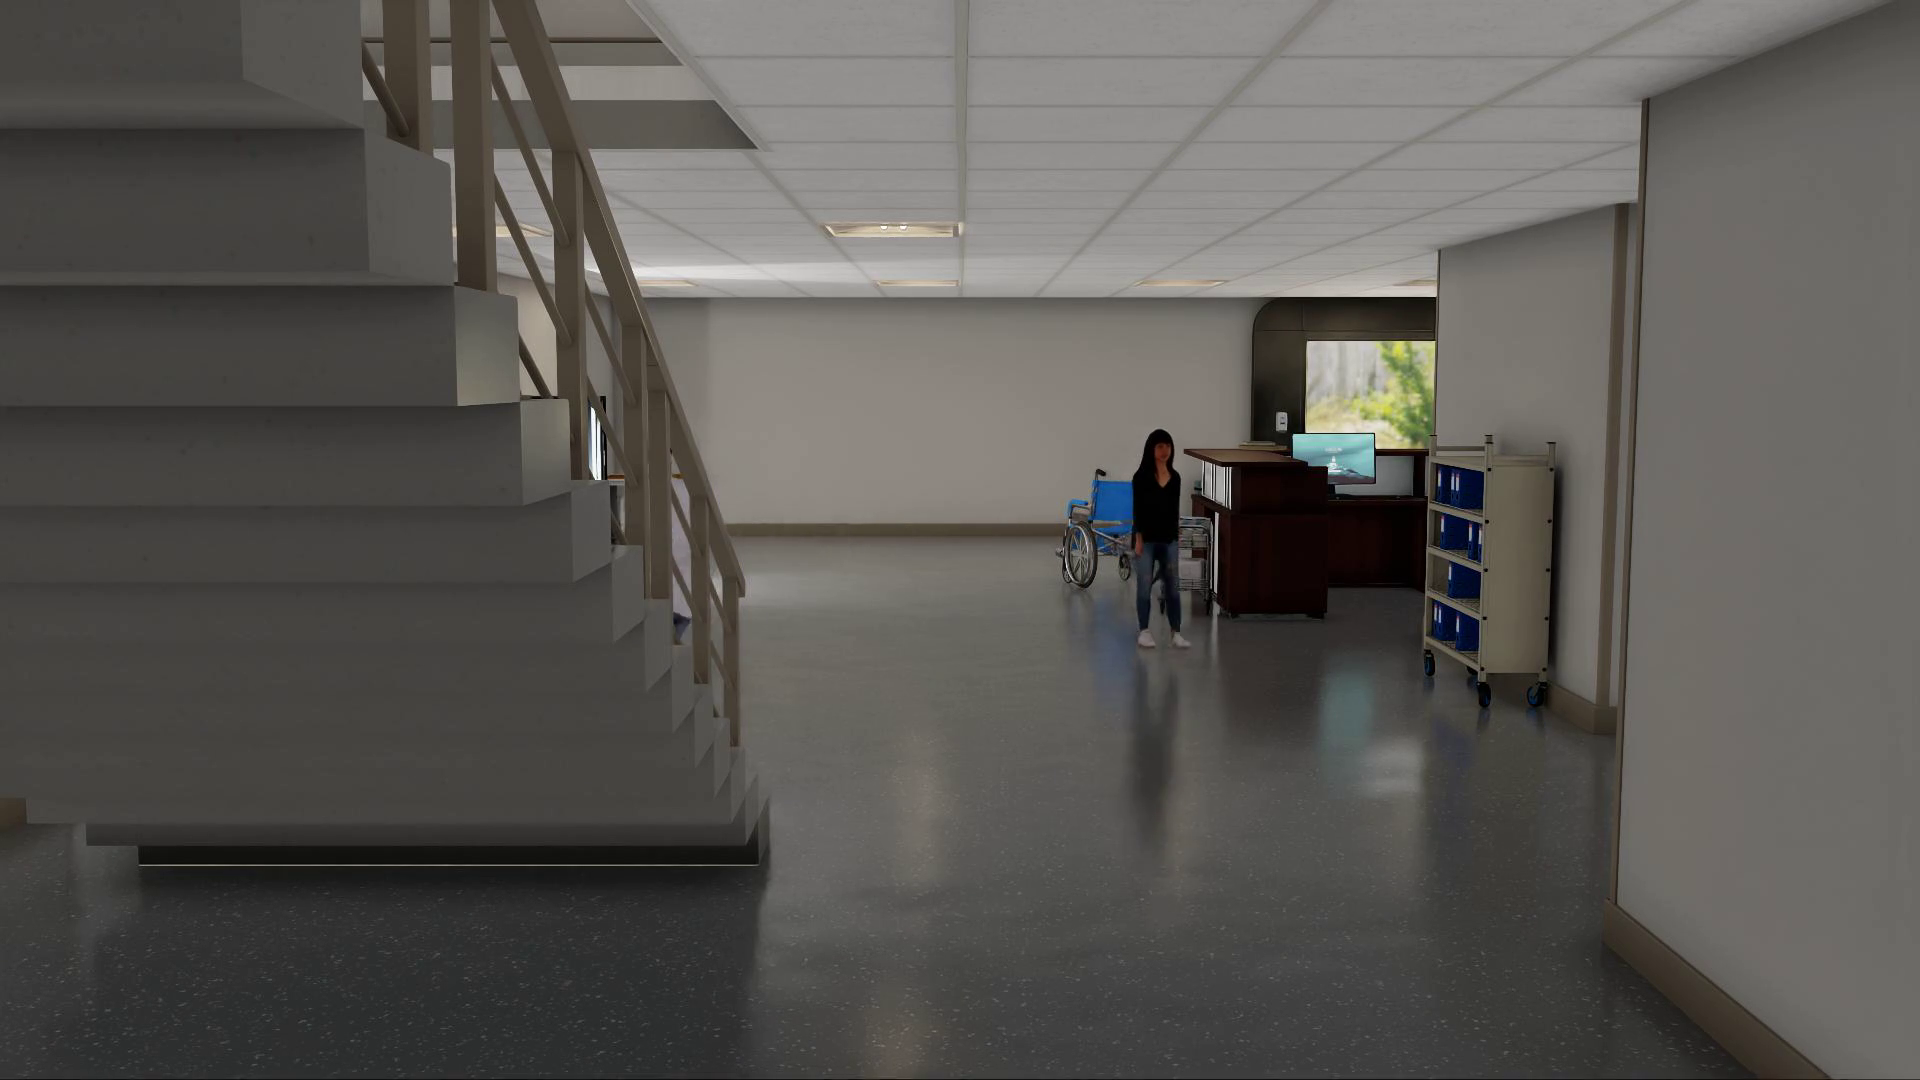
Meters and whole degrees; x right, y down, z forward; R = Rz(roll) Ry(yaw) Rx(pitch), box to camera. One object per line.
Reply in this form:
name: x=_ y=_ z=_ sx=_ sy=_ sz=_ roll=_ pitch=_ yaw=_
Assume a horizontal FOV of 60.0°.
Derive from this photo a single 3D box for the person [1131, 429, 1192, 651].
person: x=1.417 y=0.005 z=12.347 sx=0.693 sy=1.623 sz=0.930 roll=-1 pitch=6 yaw=-12
